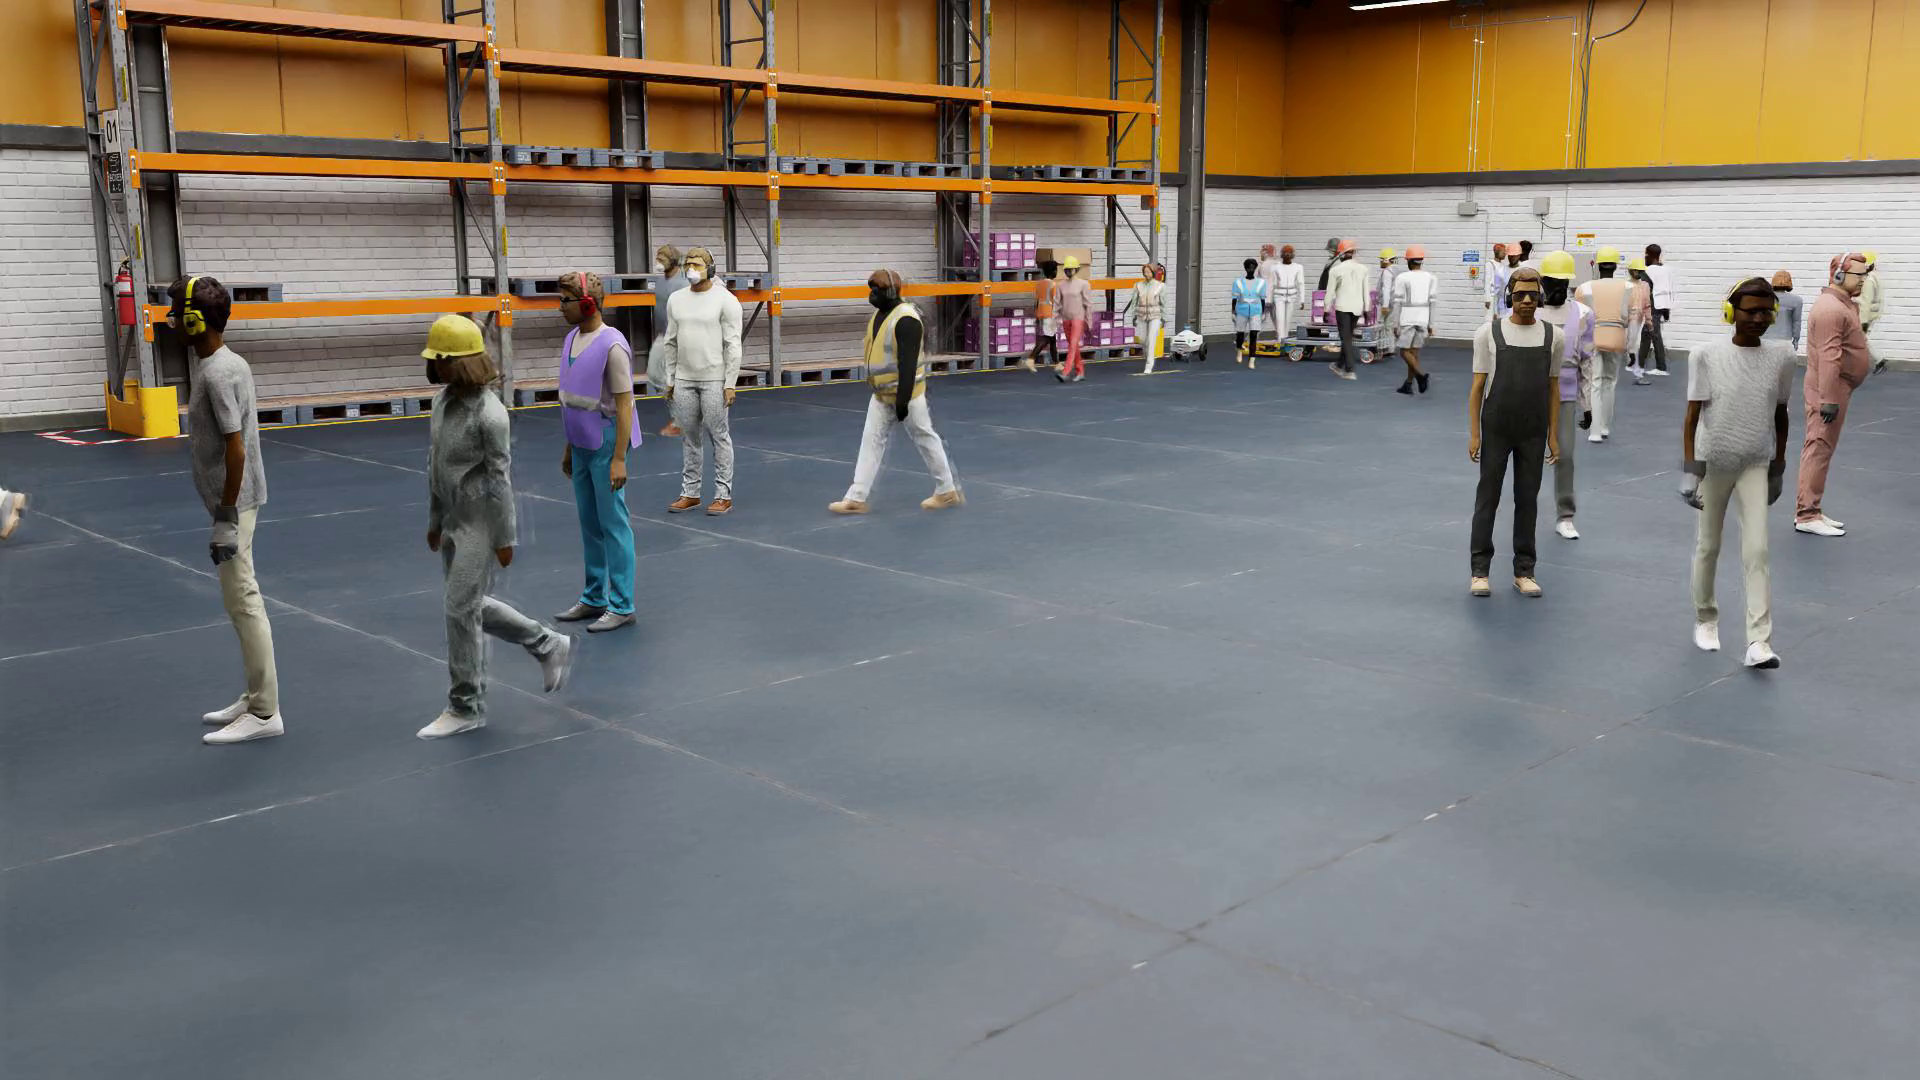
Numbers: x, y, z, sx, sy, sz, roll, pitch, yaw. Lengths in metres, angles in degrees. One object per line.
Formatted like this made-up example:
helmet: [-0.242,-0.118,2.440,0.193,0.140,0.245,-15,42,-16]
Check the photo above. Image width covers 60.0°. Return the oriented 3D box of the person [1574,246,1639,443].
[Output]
person: [6.320,-1.929,16.419,0.613,1.901,0.778,2,11,10]

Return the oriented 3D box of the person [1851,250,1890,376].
person: [12.640,-3.119,23.154,0.517,1.817,0.603,7,13,35]

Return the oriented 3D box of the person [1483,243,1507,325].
person: [9.213,-4.148,28.607,0.583,1.882,0.364,-9,14,-40]

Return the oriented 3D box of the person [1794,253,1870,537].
person: [5.946,-0.989,11.313,0.401,1.904,0.646,6,12,28]

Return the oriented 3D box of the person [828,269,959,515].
person: [-0.441,-1.077,12.130,1.014,1.786,0.637,-6,12,-29]

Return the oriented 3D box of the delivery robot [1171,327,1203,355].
delivery robot: [3.640,-3.183,26.698,0.477,0.478,0.707,5,11,26]

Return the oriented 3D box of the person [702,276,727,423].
person: [-2.770,-2.189,18.020,0.429,1.846,0.625,-9,14,-41]

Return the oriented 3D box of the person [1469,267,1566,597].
person: [3.113,-0.596,9.326,0.507,1.846,0.345,1,10,3]

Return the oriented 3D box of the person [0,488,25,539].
person: [-6.482,-0.875,10.506,0.825,1.974,0.624,-7,12,-32]

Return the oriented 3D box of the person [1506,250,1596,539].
person: [3.947,-0.968,11.147,0.614,1.924,0.394,1,10,5]

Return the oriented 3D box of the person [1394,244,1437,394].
person: [5.762,-2.763,20.985,0.542,1.916,0.746,-2,11,-12]

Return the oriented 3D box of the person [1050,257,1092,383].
person: [1.487,-3.000,22.758,0.553,1.716,0.900,8,13,37]

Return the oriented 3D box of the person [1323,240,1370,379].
person: [5.461,-3.289,23.749,0.626,1.942,0.996,-4,11,-19]

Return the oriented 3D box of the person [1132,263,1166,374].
person: [2.809,-3.278,24.578,0.520,1.621,0.616,4,11,22]

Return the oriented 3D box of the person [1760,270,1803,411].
person: [9.394,-2.284,19.144,0.496,1.624,0.287,6,12,29]

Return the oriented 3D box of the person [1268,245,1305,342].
person: [5.556,-4.066,28.237,0.589,1.836,0.984,0,10,-2]

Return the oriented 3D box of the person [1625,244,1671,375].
person: [10.034,-3.361,24.296,0.616,1.881,0.859,-8,13,-38]

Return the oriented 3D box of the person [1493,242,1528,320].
person: [8.089,-3.396,24.381,0.547,1.925,0.504,4,11,19]

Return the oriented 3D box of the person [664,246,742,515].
person: [-1.873,-1.147,12.081,0.631,1.940,0.372,5,11,23]

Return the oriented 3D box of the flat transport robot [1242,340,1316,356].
flat transport robot: [5.382,-3.272,28.216,0.652,0.197,1.431,10,14,42]

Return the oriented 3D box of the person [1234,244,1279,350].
person: [5.269,-4.172,28.786,0.954,1.859,0.646,10,14,43]

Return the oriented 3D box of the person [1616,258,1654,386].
person: [9.161,-2.992,22.747,0.519,1.720,0.912,-5,11,-25]

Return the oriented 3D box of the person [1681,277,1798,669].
person: [3.661,-0.310,7.834,0.505,1.826,0.931,2,11,13]

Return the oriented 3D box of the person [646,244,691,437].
person: [-2.904,-1.992,16.706,0.435,1.928,0.652,-8,13,-37]

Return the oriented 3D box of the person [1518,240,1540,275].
person: [8.681,-3.671,25.823,0.608,1.934,0.840,-6,12,-31]

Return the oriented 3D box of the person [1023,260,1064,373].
person: [1.257,-3.287,24.509,0.826,1.663,0.542,-6,12,-29]

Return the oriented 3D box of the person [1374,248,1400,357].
person: [7.034,-3.923,27.554,0.496,1.811,0.618,6,12,29]

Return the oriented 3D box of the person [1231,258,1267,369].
person: [4.393,-3.454,25.345,0.540,1.687,0.545,1,10,6]

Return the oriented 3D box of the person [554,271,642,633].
person: [-1.854,-0.452,8.556,0.395,1.839,0.564,-8,13,-38]

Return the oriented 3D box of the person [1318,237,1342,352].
person: [6.473,-4.266,28.804,0.542,2.000,0.734,0,10,0]

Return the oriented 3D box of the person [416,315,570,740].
person: [-1.916,-0.068,6.791,0.664,1.712,0.506,-9,14,-42]

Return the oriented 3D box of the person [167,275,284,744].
person: [-2.943,-0.116,6.656,0.323,1.865,0.518,-4,11,-20]
